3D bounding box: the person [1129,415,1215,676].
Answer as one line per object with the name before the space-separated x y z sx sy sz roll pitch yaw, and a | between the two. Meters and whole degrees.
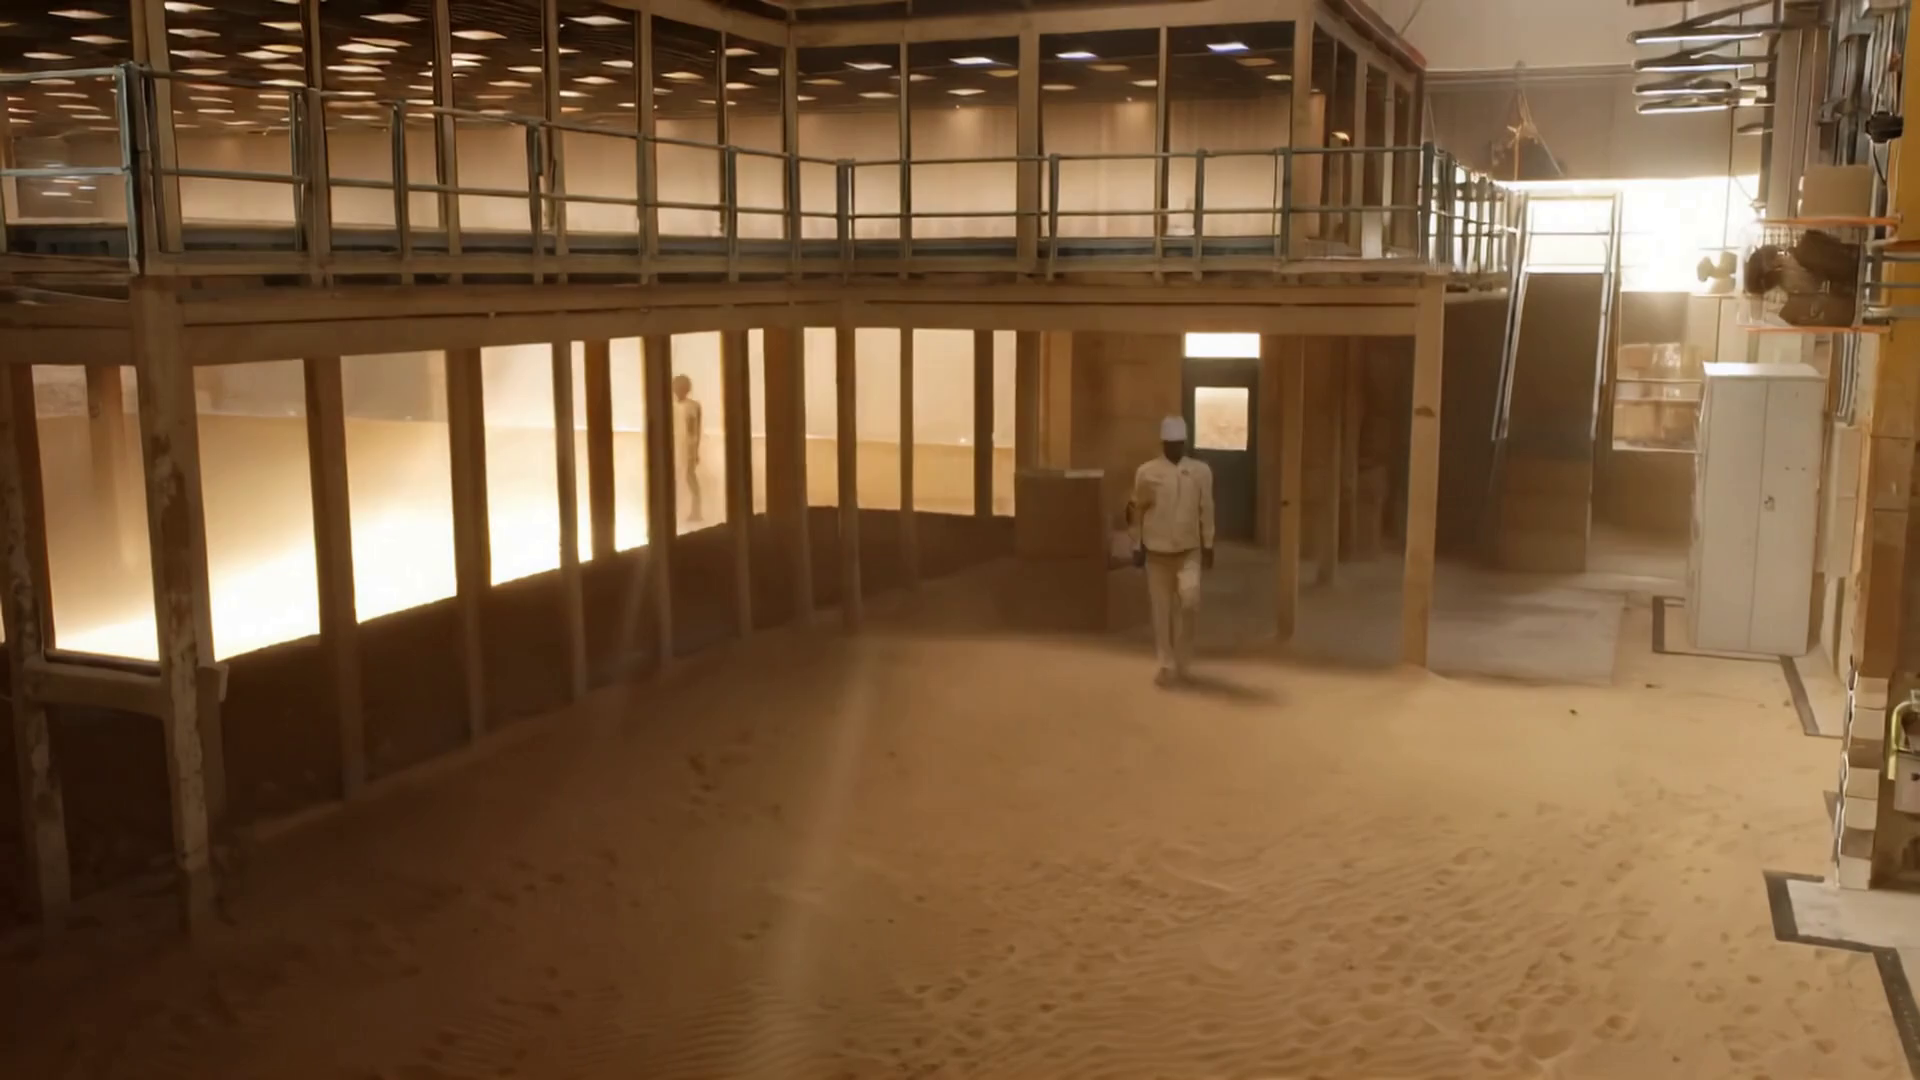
person | 1.599 0.046 12.541 0.658 1.972 0.681 0 9 3
